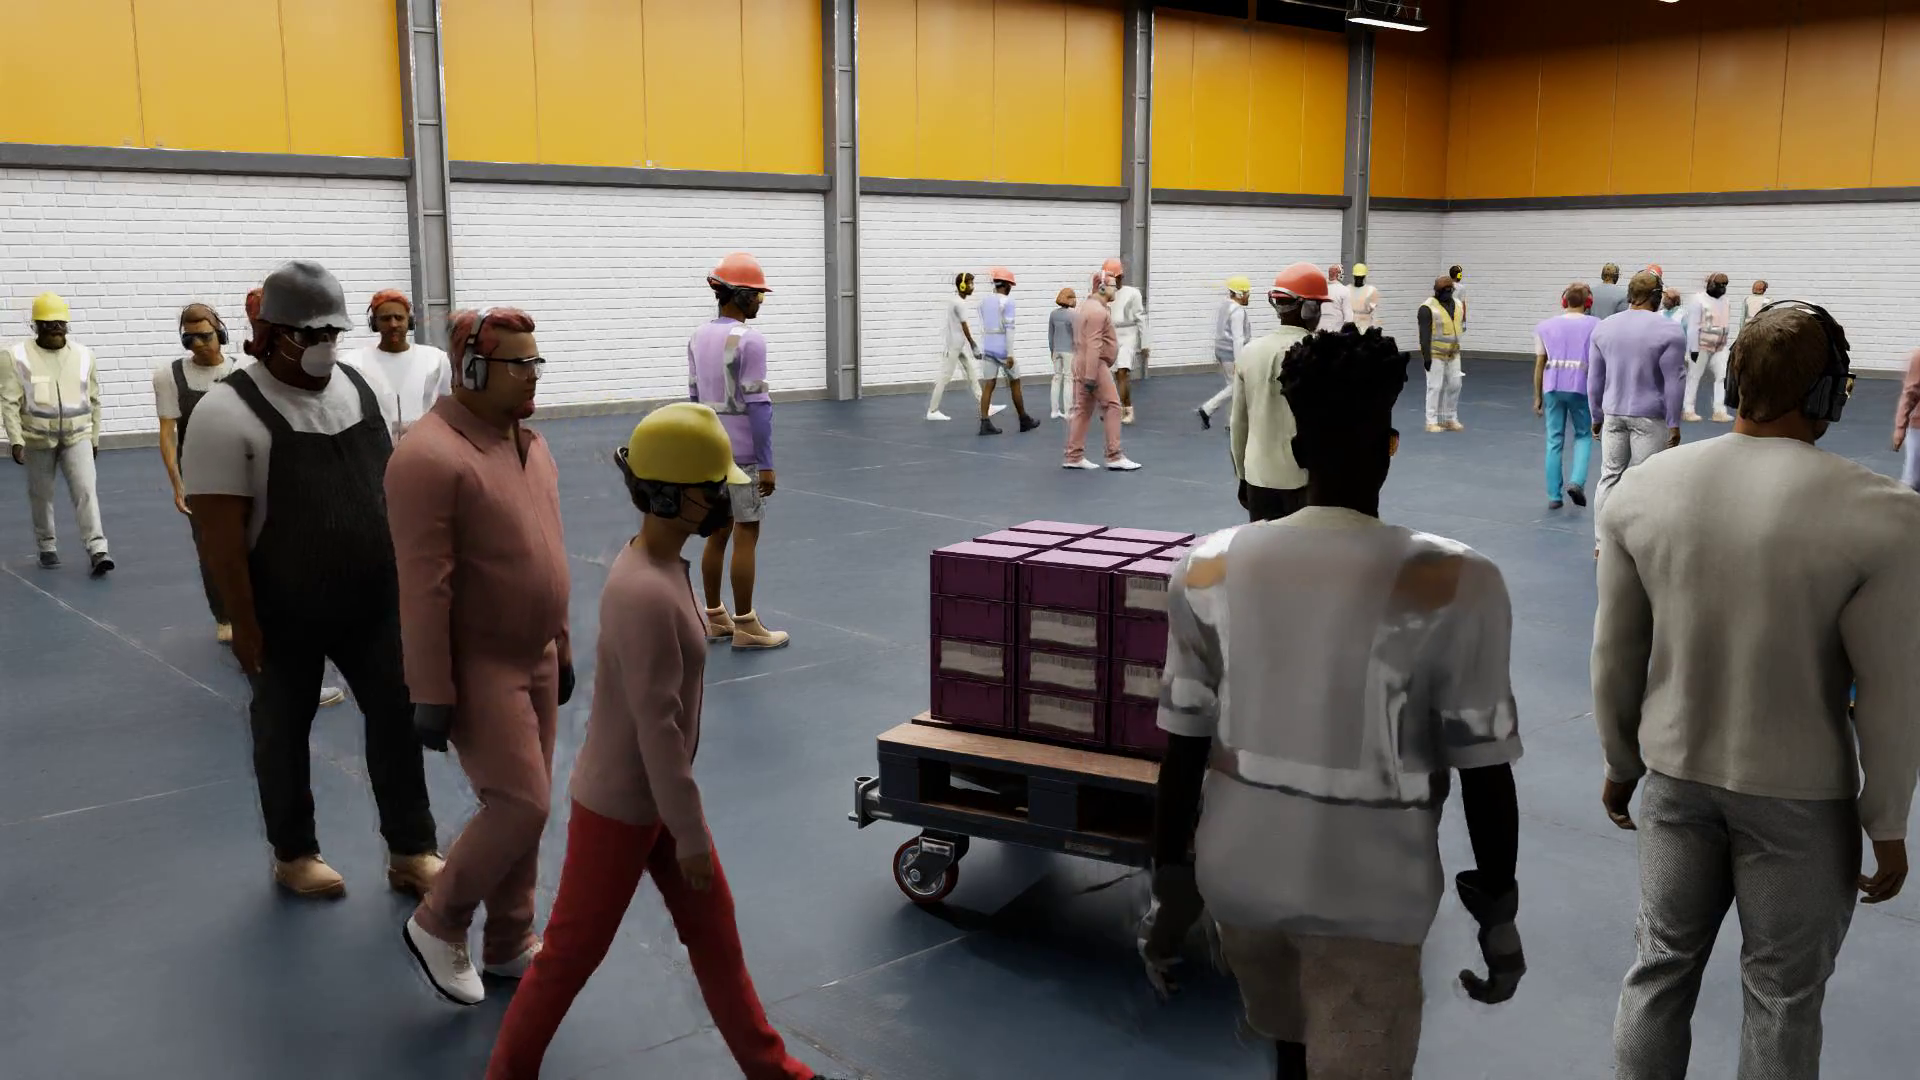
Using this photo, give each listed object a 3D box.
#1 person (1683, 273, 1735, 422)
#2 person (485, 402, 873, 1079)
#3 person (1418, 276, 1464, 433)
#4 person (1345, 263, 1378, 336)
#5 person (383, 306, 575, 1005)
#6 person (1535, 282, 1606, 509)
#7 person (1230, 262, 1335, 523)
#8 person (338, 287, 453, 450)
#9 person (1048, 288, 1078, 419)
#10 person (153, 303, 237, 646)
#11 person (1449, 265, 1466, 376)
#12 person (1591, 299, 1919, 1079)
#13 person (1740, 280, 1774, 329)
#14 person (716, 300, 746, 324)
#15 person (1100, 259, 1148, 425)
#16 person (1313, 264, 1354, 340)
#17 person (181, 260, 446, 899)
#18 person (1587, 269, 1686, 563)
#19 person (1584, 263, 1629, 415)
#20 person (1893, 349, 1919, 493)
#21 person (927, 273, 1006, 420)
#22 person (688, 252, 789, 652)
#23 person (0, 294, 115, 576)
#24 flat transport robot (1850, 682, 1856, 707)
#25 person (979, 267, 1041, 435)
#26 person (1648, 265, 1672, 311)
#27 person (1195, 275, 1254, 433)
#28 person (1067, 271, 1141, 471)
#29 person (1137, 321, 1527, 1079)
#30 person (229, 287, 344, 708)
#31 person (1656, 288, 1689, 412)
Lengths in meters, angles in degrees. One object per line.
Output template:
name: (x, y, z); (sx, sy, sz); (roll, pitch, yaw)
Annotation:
person: (9.163, -2.322, 20.201); (0.664, 1.808, 0.780); (-4, 10, -21)
person: (-0.670, 0.555, 3.642); (0.926, 1.707, 0.533); (-1, 10, -3)
person: (5.491, -2.107, 18.986); (0.663, 1.803, 0.445); (-5, 11, -26)
person: (6.244, -3.385, 26.148); (0.589, 1.910, 0.442); (5, 11, 25)
person: (-1.220, 0.326, 4.461); (0.427, 1.891, 0.662); (2, 10, 13)
person: (4.882, -1.147, 13.316); (0.569, 1.820, 0.461); (5, 11, 27)
person: (1.555, -0.294, 7.800); (0.398, 1.990, 0.622); (-8, 13, -41)
person: (-2.909, -0.369, 8.622); (0.580, 1.872, 0.503); (-4, 10, -22)
person: (1.310, -2.318, 20.699); (0.264, 1.632, 0.507); (-8, 13, -41)
person: (-3.734, -0.288, 8.365); (0.506, 1.782, 1.023); (-5, 11, -26)
person: (8.329, -3.695, 28.106); (0.311, 1.858, 0.532); (-8, 13, -41)
person: (1.577, 0.496, 3.335); (0.354, 1.937, 0.635); (-8, 13, -41)
person: (12.726, -3.324, 26.579); (0.309, 1.636, 0.522); (-8, 13, -41)
person: (-2.540, -2.159, 18.980); (0.590, 1.897, 0.638); (1, 10, 8)
person: (1.848, -2.313, 19.687); (0.671, 1.969, 1.023); (6, 12, 33)
person: (5.263, -2.916, 23.403); (0.403, 1.906, 0.651); (-8, 13, -41)
person: (-1.921, 0.145, 5.088); (0.800, 2.000, 0.714); (7, 12, 37)
person: (4.397, -0.785, 10.836); (0.354, 1.936, 0.635); (-8, 13, -41)
person: (8.205, -2.547, 21.151); (0.354, 1.937, 0.635); (-8, 13, -41)
person: (6.469, -0.722, 11.015); (0.640, 1.738, 0.471); (0, 10, -2)
person: (0.050, -2.368, 20.478); (1.011, 1.808, 0.503); (1, 10, 4)
person: (-1.133, -0.450, 8.576); (0.392, 2.039, 0.615); (-8, 13, -41)
person: (-5.725, -0.658, 10.545); (0.596, 1.781, 0.939); (-8, 12, -39)
flat transport robot: (4.208, 0.638, 7.379); (0.652, 0.197, 1.431); (-8, 13, -41)
person: (0.533, -2.152, 18.978); (0.946, 1.887, 0.566); (-9, 13, -42)
person: (11.561, -3.638, 27.707); (0.590, 1.894, 0.907); (4, 10, 22)
person: (3.010, -2.089, 18.835); (0.627, 1.812, 0.606); (-1, 10, -6)
person: (1.389, -1.590, 15.706); (0.804, 1.876, 0.663); (-1, 10, -4)
person: (0.556, 0.608, 2.777); (0.621, 1.934, 0.957); (8, 12, 38)
person: (-3.057, -0.181, 7.454); (0.339, 1.882, 0.584); (-8, 13, -41)
person: (8.791, -2.293, 20.579); (0.398, 1.625, 0.520); (-6, 11, -31)
